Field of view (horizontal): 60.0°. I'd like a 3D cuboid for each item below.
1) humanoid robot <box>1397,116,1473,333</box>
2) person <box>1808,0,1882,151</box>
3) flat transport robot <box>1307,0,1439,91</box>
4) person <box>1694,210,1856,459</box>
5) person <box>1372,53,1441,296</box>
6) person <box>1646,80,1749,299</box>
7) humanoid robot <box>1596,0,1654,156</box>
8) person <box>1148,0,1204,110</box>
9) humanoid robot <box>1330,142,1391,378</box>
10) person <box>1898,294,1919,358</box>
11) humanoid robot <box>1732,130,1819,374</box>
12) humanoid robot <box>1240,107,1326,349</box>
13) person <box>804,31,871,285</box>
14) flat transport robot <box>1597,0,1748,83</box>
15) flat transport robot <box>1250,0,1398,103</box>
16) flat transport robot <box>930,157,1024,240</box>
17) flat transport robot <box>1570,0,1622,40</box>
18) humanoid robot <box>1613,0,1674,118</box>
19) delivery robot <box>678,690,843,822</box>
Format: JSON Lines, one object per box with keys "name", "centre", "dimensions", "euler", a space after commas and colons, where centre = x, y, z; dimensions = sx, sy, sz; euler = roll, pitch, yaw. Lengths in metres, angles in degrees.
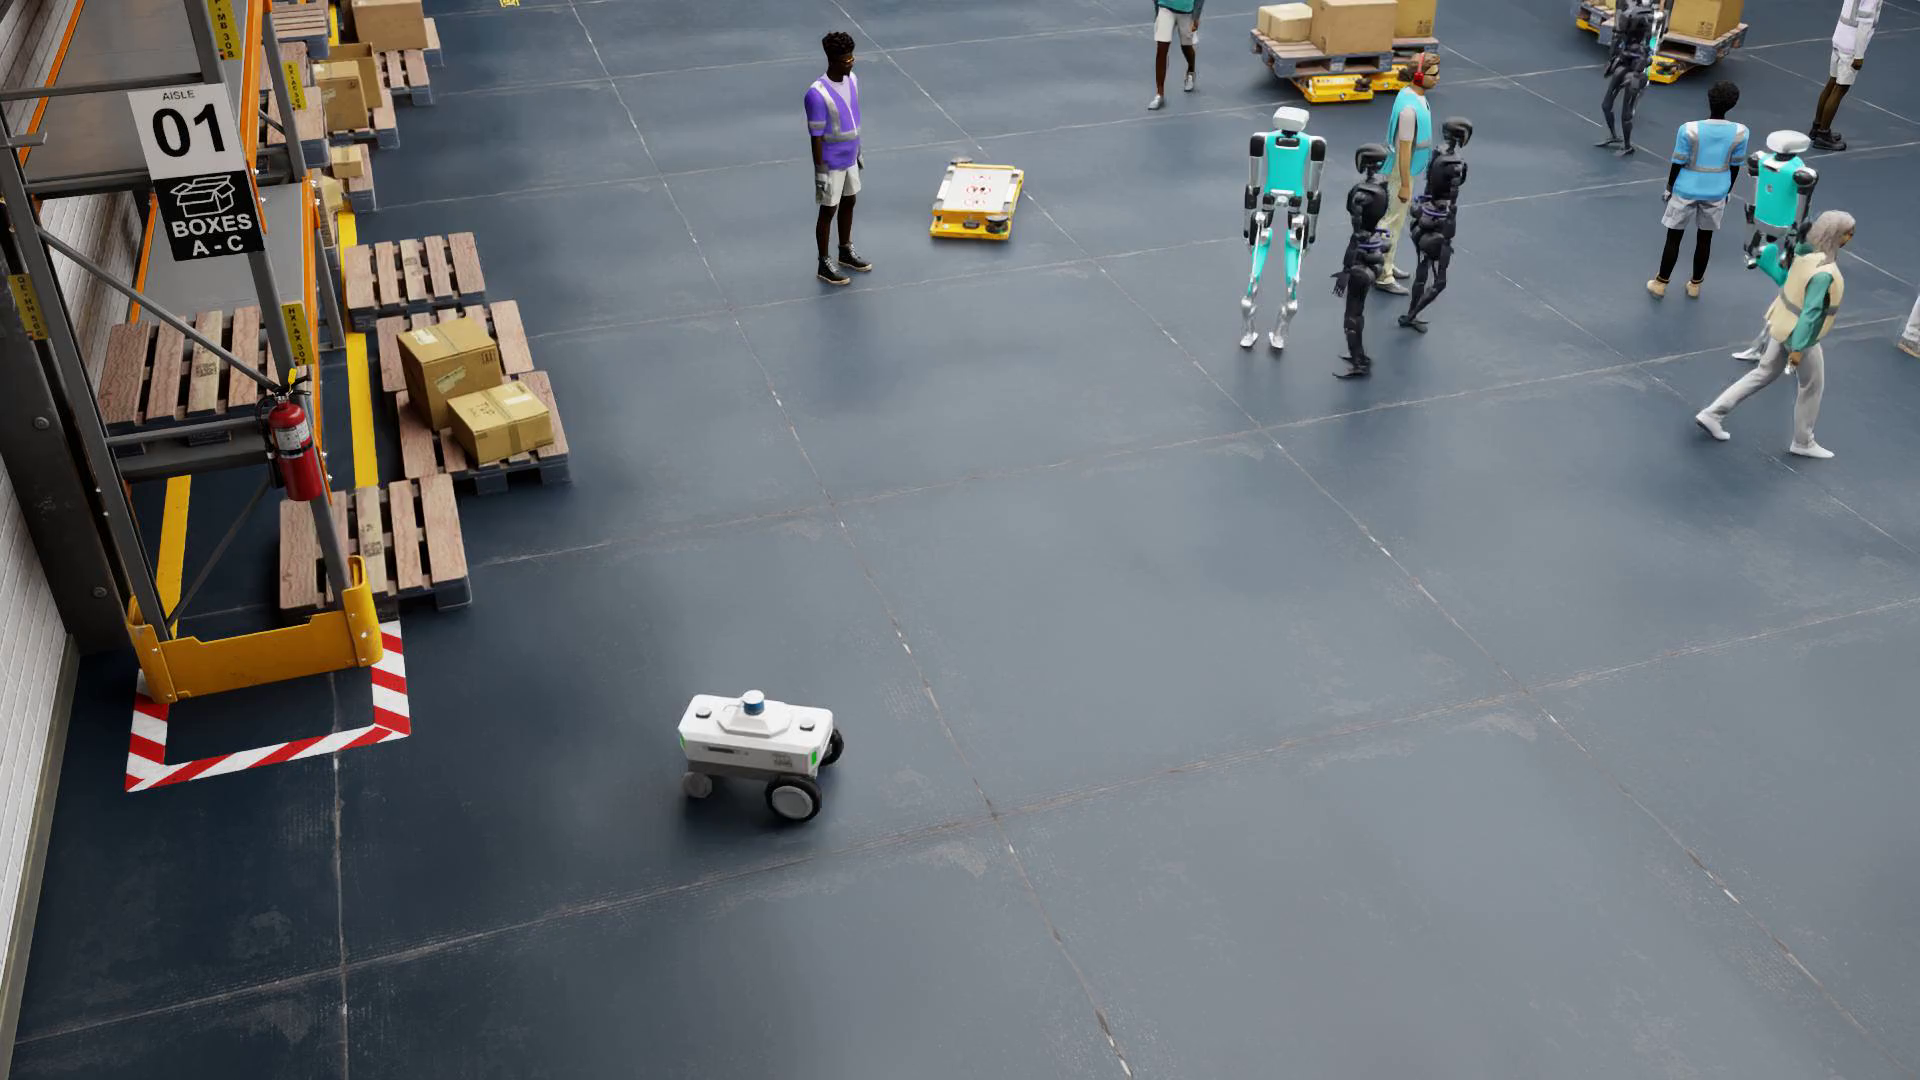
{"name": "humanoid robot", "centre": [3.432, -2.278, 12.064], "dimensions": [0.411, 1.649, 0.605], "euler": [-3, 33, -4]}
{"name": "person", "centre": [8.272, -4.581, 15.369], "dimensions": [0.383, 1.929, 0.541], "euler": [5, 33, 8]}
{"name": "flat transport robot", "centre": [4.282, -5.073, 17.639], "dimensions": [0.659, 0.231, 1.431], "euler": [-4, 33, -6]}
{"name": "person", "centre": [5.290, -1.316, 10.594], "dimensions": [0.842, 1.678, 0.481], "euler": [6, 34, 9]}
{"name": "person", "centre": [3.386, -2.811, 12.725], "dimensions": [0.389, 1.847, 0.562], "euler": [8, 34, 13]}
{"name": "person", "centre": [5.593, -2.635, 12.591], "dimensions": [0.535, 1.696, 0.318], "euler": [3, 33, 5]}
{"name": "humanoid robot", "centre": [6.146, -4.337, 15.230], "dimensions": [0.401, 1.651, 0.584], "euler": [-6, 34, -10]}
{"name": "person", "centre": [2.178, -5.301, 16.492], "dimensions": [0.565, 1.908, 0.848], "euler": [14, 35, 20]}
{"name": "humanoid robot", "centre": [2.822, -1.951, 11.565], "dimensions": [0.376, 1.639, 0.584], "euler": [16, 37, 24]}
{"name": "person", "centre": [7.110, -1.989, 11.465], "dimensions": [0.590, 1.845, 0.931], "euler": [-12, 35, -18]}
{"name": "humanoid robot", "centre": [5.806, -2.003, 11.599], "dimensions": [0.838, 1.782, 0.576], "euler": [-14, 36, -21]}
{"name": "humanoid robot", "centre": [2.227, -2.108, 11.707], "dimensions": [0.540, 1.750, 0.674], "euler": [8, 34, 13]}
{"name": "person", "centre": [-0.942, -2.954, 12.848], "dimensions": [0.377, 1.957, 0.609], "euler": [18, 37, 25]}
{"name": "flat transport robot", "centre": [7.588, -5.208, 17.846], "dimensions": [0.659, 0.231, 1.431], "euler": [26, 41, 34]}
{"name": "flat transport robot", "centre": [3.740, -4.885, 17.351], "dimensions": [0.659, 0.231, 1.431], "euler": [-5, 33, -8]}
{"name": "flat transport robot", "centre": [0.162, -2.958, 14.395], "dimensions": [0.659, 0.231, 1.431], "euler": [4, 33, 6]}
{"name": "flat transport robot", "centre": [7.561, -5.643, 18.513], "dimensions": [0.659, 0.231, 1.431], "euler": [-8, 34, -12]}
{"name": "humanoid robot", "centre": [6.554, -4.875, 15.992], "dimensions": [0.551, 1.778, 0.786], "euler": [7, 34, 10]}
{"name": "delivery robot", "centre": [-0.953, 1.003, 8.070], "dimensions": [0.786, 0.608, 0.499], "euler": [6, 34, 9]}
